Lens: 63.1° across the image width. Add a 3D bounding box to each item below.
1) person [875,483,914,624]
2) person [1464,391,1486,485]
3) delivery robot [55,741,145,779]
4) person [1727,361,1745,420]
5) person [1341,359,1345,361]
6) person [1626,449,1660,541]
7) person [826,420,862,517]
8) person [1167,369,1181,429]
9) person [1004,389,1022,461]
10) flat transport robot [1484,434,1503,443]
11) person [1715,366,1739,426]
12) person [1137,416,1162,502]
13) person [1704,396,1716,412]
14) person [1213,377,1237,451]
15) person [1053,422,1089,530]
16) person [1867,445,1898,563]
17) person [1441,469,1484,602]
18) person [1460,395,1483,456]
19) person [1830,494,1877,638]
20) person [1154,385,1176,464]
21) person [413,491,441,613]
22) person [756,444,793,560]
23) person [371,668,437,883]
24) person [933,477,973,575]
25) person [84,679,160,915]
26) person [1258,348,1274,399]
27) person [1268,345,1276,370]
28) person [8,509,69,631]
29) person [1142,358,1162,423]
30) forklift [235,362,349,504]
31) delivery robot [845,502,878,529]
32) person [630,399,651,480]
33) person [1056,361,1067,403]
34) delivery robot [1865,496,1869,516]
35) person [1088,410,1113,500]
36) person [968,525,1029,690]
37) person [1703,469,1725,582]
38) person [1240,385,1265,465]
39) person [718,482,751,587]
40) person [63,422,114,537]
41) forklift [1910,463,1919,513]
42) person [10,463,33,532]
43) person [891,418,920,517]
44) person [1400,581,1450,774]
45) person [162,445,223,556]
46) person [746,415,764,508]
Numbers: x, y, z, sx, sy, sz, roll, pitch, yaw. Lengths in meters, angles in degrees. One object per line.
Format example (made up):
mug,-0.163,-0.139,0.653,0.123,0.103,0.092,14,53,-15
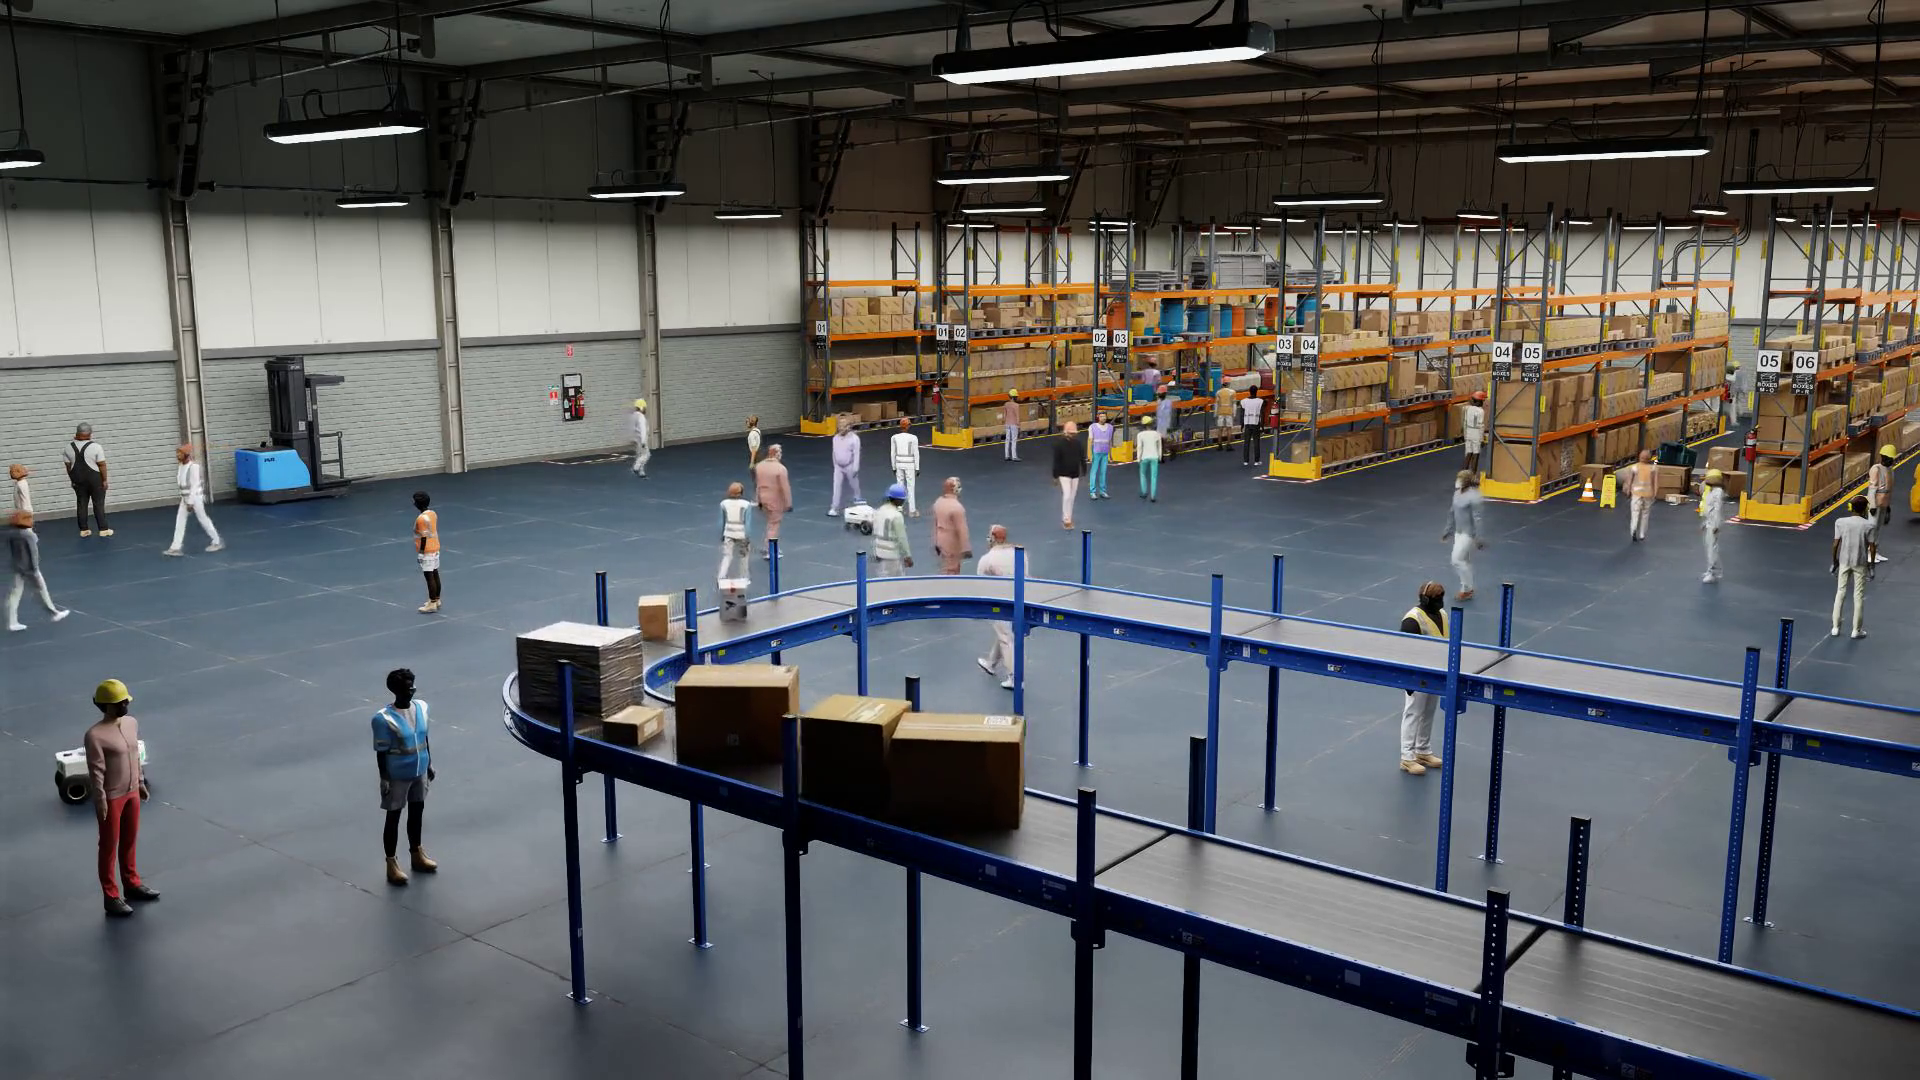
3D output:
person,-0.835,0.177,21.079,0.800,1.910,0.614,-4,11,-23
person,11.356,-2.257,34.427,0.395,2.038,0.615,-3,11,-18
delivery robot,-7.883,2.025,14.363,0.707,0.478,0.477,-7,12,-33
person,24.003,-4.618,48.400,0.638,1.804,0.480,-4,11,-19
person,12.839,-5.504,52.913,0.595,1.962,0.690,5,11,26
person,11.903,-0.778,27.294,0.521,1.620,0.677,5,11,24
person,-2.194,-1.388,30.060,0.652,1.859,0.996,5,11,27
person,5.920,-3.738,43.045,0.377,1.938,0.547,-5,11,-27
person,1.297,-2.815,38.341,0.310,1.768,0.533,-8,13,-40
flat transport robot,14.597,-2.767,42.395,1.431,0.197,0.652,-2,10,-13
person,22.780,-4.281,46.519,0.940,1.805,0.635,-4,11,-20
person,3.863,-1.678,32.047,0.543,1.725,0.853,0,10,-3
person,23.022,-4.626,48.056,0.627,1.936,0.374,-5,11,-25
person,6.832,-3.242,40.368,0.595,1.905,0.359,1,10,3
person,2.057,-1.159,28.457,0.617,1.970,0.747,-5,11,-28
person,14.956,-0.595,25.411,0.584,1.919,0.382,-7,12,-36
person,7.208,-0.061,22.408,0.512,1.918,0.646,-1,10,-6
person,12.540,-2.748,38.372,0.516,1.626,0.374,3,10,16
person,11.619,0.330,20.343,0.532,1.870,0.319,8,13,40
person,4.912,-2.794,37.801,0.483,1.922,0.546,-4,11,-23
person,-7.436,0.155,21.828,0.320,1.692,0.531,0,10,-2
person,-3.013,-0.635,25.735,0.673,1.881,0.662,9,13,40
person,-4.378,1.835,12.363,0.317,1.695,0.540,6,12,29
person,-0.067,0.070,21.737,0.652,1.890,0.640,-5,11,-27
person,-6.315,1.906,11.766,0.310,1.769,0.522,1,10,8
person,10.629,-5.697,54.252,0.647,1.890,0.890,-8,13,-38
person,11.458,-6.248,57.476,0.590,1.833,0.403,1,10,8
person,-12.395,0.376,20.857,0.519,1.579,0.842,4,11,20
person,5.815,-4.500,47.214,0.627,1.982,1.070,8,13,38
forklift,-13.803,-2.244,32.110,1.129,2.768,1.873,8,13,37
delivery robot,-1.740,-0.452,28.301,0.707,0.478,0.477,7,12,36
person,-7.153,-2.253,35.011,0.429,1.818,0.617,-6,12,-32
person,3.095,-4.573,47.971,0.552,1.857,0.494,8,13,39
delivery robot,17.274,-0.679,29.581,0.477,0.478,0.707,4,11,21
person,2.888,-1.769,32.219,0.563,1.848,0.391,-5,11,-27
person,0.451,0.749,18.053,0.681,1.846,1.004,-8,13,-38
person,11.547,-0.222,23.943,0.364,1.701,0.610,3,10,16
person,7.022,-2.758,37.583,0.587,1.920,0.391,4,11,21
person,-3.366,-0.053,23.254,0.521,1.610,0.758,3,10,14
person,-15.481,-1.066,27.842,0.689,2.000,0.539,0,10,-1
forklift,19.034,-1.348,28.998,2.313,2.155,1.214,8,13,37
person,-15.136,-0.428,25.277,0.266,1.631,0.507,-6,12,-32
person,-1.038,-1.387,29.974,0.573,1.883,0.353,4,11,22
person,4.469,1.298,14.979,0.634,1.841,0.429,-9,14,-42
person,-12.829,-0.671,26.091,0.593,1.842,0.979,7,12,34
person,-4.092,-1.575,31.136,0.351,1.847,0.507,1,10,8
